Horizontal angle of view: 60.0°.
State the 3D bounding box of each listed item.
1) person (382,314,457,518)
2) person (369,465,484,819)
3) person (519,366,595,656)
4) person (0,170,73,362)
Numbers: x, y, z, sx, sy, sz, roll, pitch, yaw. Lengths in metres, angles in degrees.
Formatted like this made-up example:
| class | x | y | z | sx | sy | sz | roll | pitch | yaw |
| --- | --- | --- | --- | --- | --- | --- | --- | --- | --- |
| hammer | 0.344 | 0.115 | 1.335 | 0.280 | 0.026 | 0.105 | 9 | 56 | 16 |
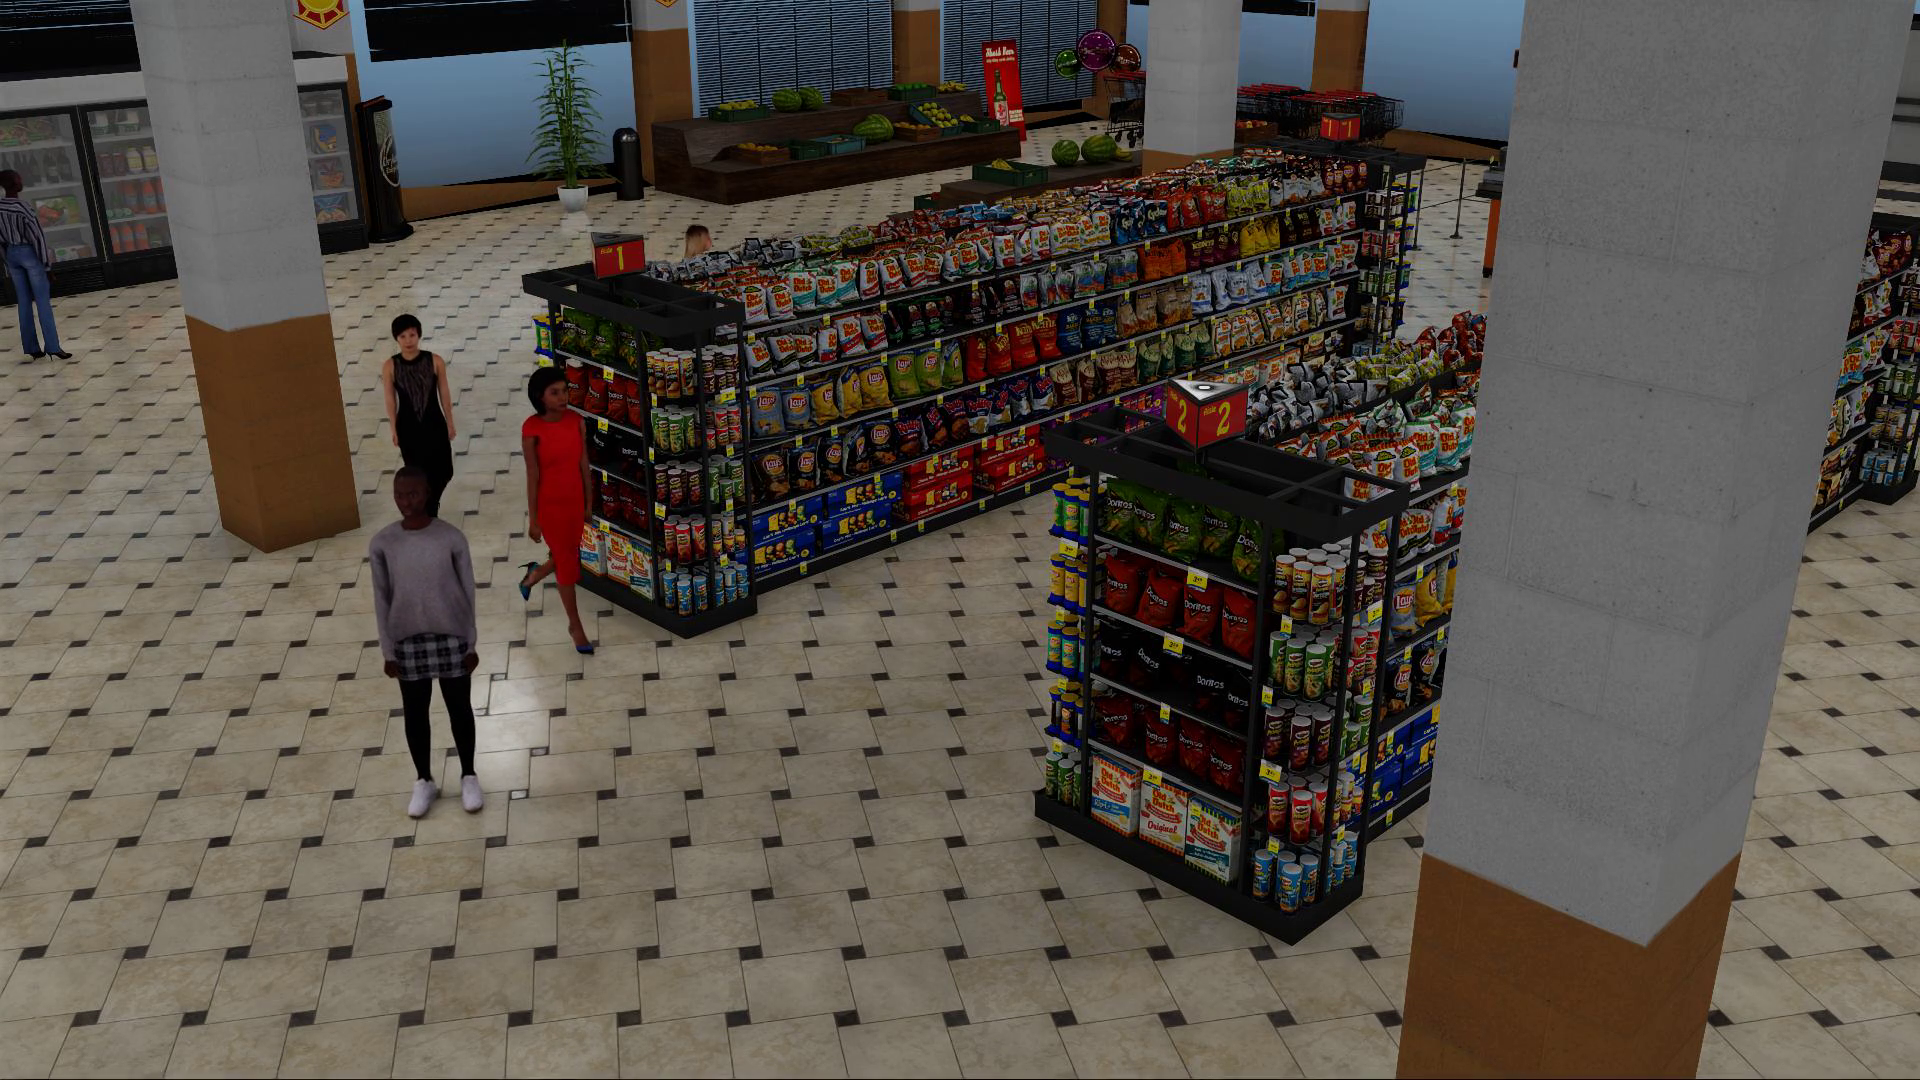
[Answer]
| class | x | y | z | sx | sy | sz | roll | pitch | yaw |
| --- | --- | --- | --- | --- | --- | --- | --- | --- | --- |
| person | -3.686 | -0.777 | 11.405 | 0.881 | 1.588 | 0.829 | -9 | 24 | -21 |
| person | -2.553 | 0.481 | 8.026 | 0.651 | 1.772 | 0.757 | -5 | 22 | -11 |
| person | -2.401 | -0.186 | 9.758 | 0.645 | 1.718 | 0.932 | 20 | 29 | 40 |
| person | -8.734 | -2.563 | 15.571 | 0.700 | 1.796 | 0.706 | 5 | 22 | 12 |
